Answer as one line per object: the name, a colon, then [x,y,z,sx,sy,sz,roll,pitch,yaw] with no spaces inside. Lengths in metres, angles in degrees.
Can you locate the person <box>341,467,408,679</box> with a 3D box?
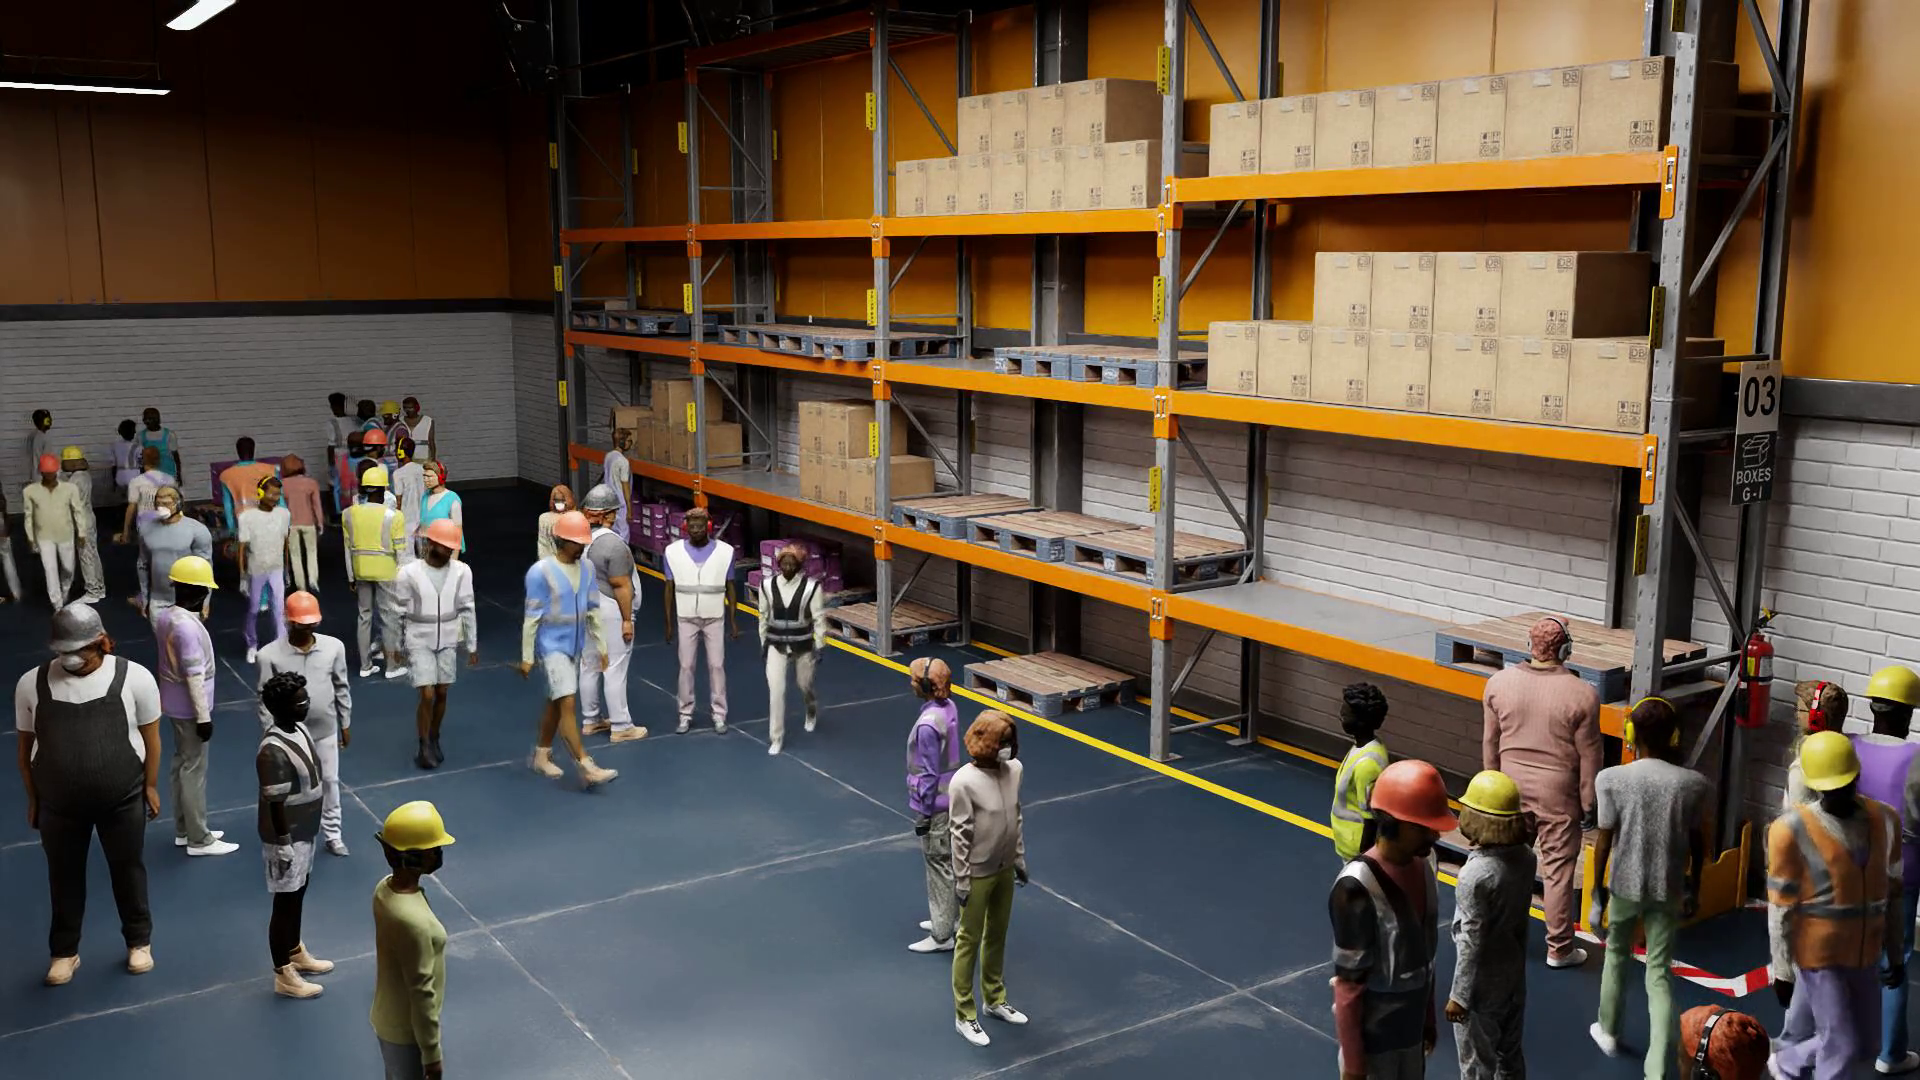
person: [-5.263,0.300,15.035,0.582,1.919,0.392,1,10,4]

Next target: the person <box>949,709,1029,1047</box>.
person: [0.144,1.619,8.113,0.289,1.632,0.497,8,13,40]

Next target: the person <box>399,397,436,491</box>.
person: [-7.729,-1.124,23.644,0.574,1.830,0.410,0,10,-2]

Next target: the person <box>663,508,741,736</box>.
person: [-2.051,0.652,13.236,0.611,1.829,0.486,-2,10,-9]

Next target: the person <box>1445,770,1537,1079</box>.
person: [2.139,1.788,6.791,0.494,1.743,0.308,-9,13,-42]

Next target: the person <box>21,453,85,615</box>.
person: [-9.707,-0.085,17.832,0.570,1.729,0.709,-6,11,-32]

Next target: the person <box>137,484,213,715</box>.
person: [-6.502,0.498,13.794,0.627,1.940,0.370,1,10,4]

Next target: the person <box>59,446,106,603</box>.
person: [-9.697,-0.172,18.333,0.339,1.737,0.484,-2,10,-12]

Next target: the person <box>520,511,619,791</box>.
person: [-2.743,0.792,11.913,1.021,1.989,0.627,6,11,31]

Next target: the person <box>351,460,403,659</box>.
person: [-5.553,0.172,15.839,0.611,1.895,0.443,7,12,36]

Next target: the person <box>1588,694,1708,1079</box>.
person: [3.147,1.618,7.619,0.518,1.839,0.909,2,10,12]

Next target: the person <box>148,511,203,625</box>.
person: [-6.747,0.499,14.328,0.526,1.758,0.352,-4,10,-20]

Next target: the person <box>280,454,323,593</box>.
person: [-7.396,-0.159,18.586,0.507,1.617,0.402,-5,11,-27]

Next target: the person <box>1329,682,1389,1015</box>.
person: [2.016,1.546,8.348,0.318,1.695,0.539,2,10,12]

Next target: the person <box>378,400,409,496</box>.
person: [-7.838,-1.029,23.095,0.403,1.825,0.591,-7,12,-35]

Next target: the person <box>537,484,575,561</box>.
person: [-3.814,0.275,16.003,0.497,1.632,0.289,0,10,2]

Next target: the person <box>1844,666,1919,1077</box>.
person: [4.281,1.535,7.770,0.584,1.917,0.381,9,13,44]

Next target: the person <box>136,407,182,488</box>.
person: [-10.603,-0.849,22.037,0.531,1.833,0.376,-1,10,-6]

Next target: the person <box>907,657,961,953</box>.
person: [-0.136,1.443,9.120,0.313,1.639,0.517,2,10,12]

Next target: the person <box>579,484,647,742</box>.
person: [-2.772,0.560,13.133,0.682,2.000,0.537,8,12,39]

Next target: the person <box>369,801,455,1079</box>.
person: [-2.070,1.854,6.360,0.340,1.762,0.525,-5,11,-29]

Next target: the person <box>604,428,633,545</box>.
person: [-3.940,-0.391,19.334,0.360,1.834,0.520,-7,12,-37]

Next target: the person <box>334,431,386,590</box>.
person: [-6.909,-0.367,19.229,0.628,1.823,0.719,1,10,7]

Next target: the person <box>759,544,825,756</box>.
person: [-1.298,0.810,12.963,0.522,1.615,0.748,1,10,6]

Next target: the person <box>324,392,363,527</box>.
person: [-8.587,-1.119,23.369,0.877,1.922,0.622,7,12,36]

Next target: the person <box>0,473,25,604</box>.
person: [-10.647,-0.182,18.210,0.598,1.790,0.647,-1,10,-8]

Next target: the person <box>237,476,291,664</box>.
person: [-6.414,0.304,15.349,0.532,1.804,1.025,-8,12,-38]

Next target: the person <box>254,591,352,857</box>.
person: [-4.090,1.171,10.423,0.568,1.742,0.351,-7,12,-36]

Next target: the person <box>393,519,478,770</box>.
person: [-3.904,0.761,12.376,0.559,1.888,0.649,-7,12,-35]

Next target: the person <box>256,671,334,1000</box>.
person: [-3.445,1.505,8.593,0.316,1.695,0.541,-1,10,-9]

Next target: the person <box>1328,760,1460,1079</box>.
person: [1.574,1.774,6.044,0.411,2.032,0.611,9,13,43]

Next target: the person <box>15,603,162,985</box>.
person: [-4.556,1.310,8.728,0.681,2.000,0.536,-3,10,-19]

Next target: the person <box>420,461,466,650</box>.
person: [-5.011,0.149,16.111,0.566,1.847,0.389,7,12,37]

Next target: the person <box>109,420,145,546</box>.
person: [-11.004,-0.763,22.029,0.537,1.656,0.888,3,10,20]

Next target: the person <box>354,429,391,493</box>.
person: [-6.396,-0.260,18.283,0.543,1.929,0.385,8,12,39]

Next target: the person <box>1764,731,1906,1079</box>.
person: [3.637,1.697,6.900,0.617,1.884,0.666,-3,10,-15]

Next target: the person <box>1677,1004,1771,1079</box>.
person: [1.987,2.131,4.391,0.575,1.880,0.358,-4,11,-24]

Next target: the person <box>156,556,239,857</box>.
person: [-4.882,1.054,10.598,0.387,1.916,0.585,-7,12,-36]

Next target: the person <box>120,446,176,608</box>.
person: [-8.638,-0.111,17.803,0.946,1.795,0.518,4,10,22]

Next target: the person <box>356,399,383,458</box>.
person: [-8.182,-1.034,23.071,0.429,1.842,0.633,-3,10,-19]

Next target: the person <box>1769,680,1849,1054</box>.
person: [4.049,1.569,7.817,0.559,1.836,0.394,-6,11,-31]

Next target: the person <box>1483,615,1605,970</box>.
person: [3.132,1.343,8.932,0.640,1.908,0.409,8,13,40]

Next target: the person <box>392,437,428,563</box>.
person: [-5.957,-0.192,18.081,0.320,1.862,0.513,5,11,26]

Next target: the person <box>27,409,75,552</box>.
person: [-11.797,-0.775,21.529,0.538,1.844,0.592,6,12,34]

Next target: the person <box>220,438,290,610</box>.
person: [-7.676,-0.190,18.123,0.645,1.840,1.020,-5,11,-28]
